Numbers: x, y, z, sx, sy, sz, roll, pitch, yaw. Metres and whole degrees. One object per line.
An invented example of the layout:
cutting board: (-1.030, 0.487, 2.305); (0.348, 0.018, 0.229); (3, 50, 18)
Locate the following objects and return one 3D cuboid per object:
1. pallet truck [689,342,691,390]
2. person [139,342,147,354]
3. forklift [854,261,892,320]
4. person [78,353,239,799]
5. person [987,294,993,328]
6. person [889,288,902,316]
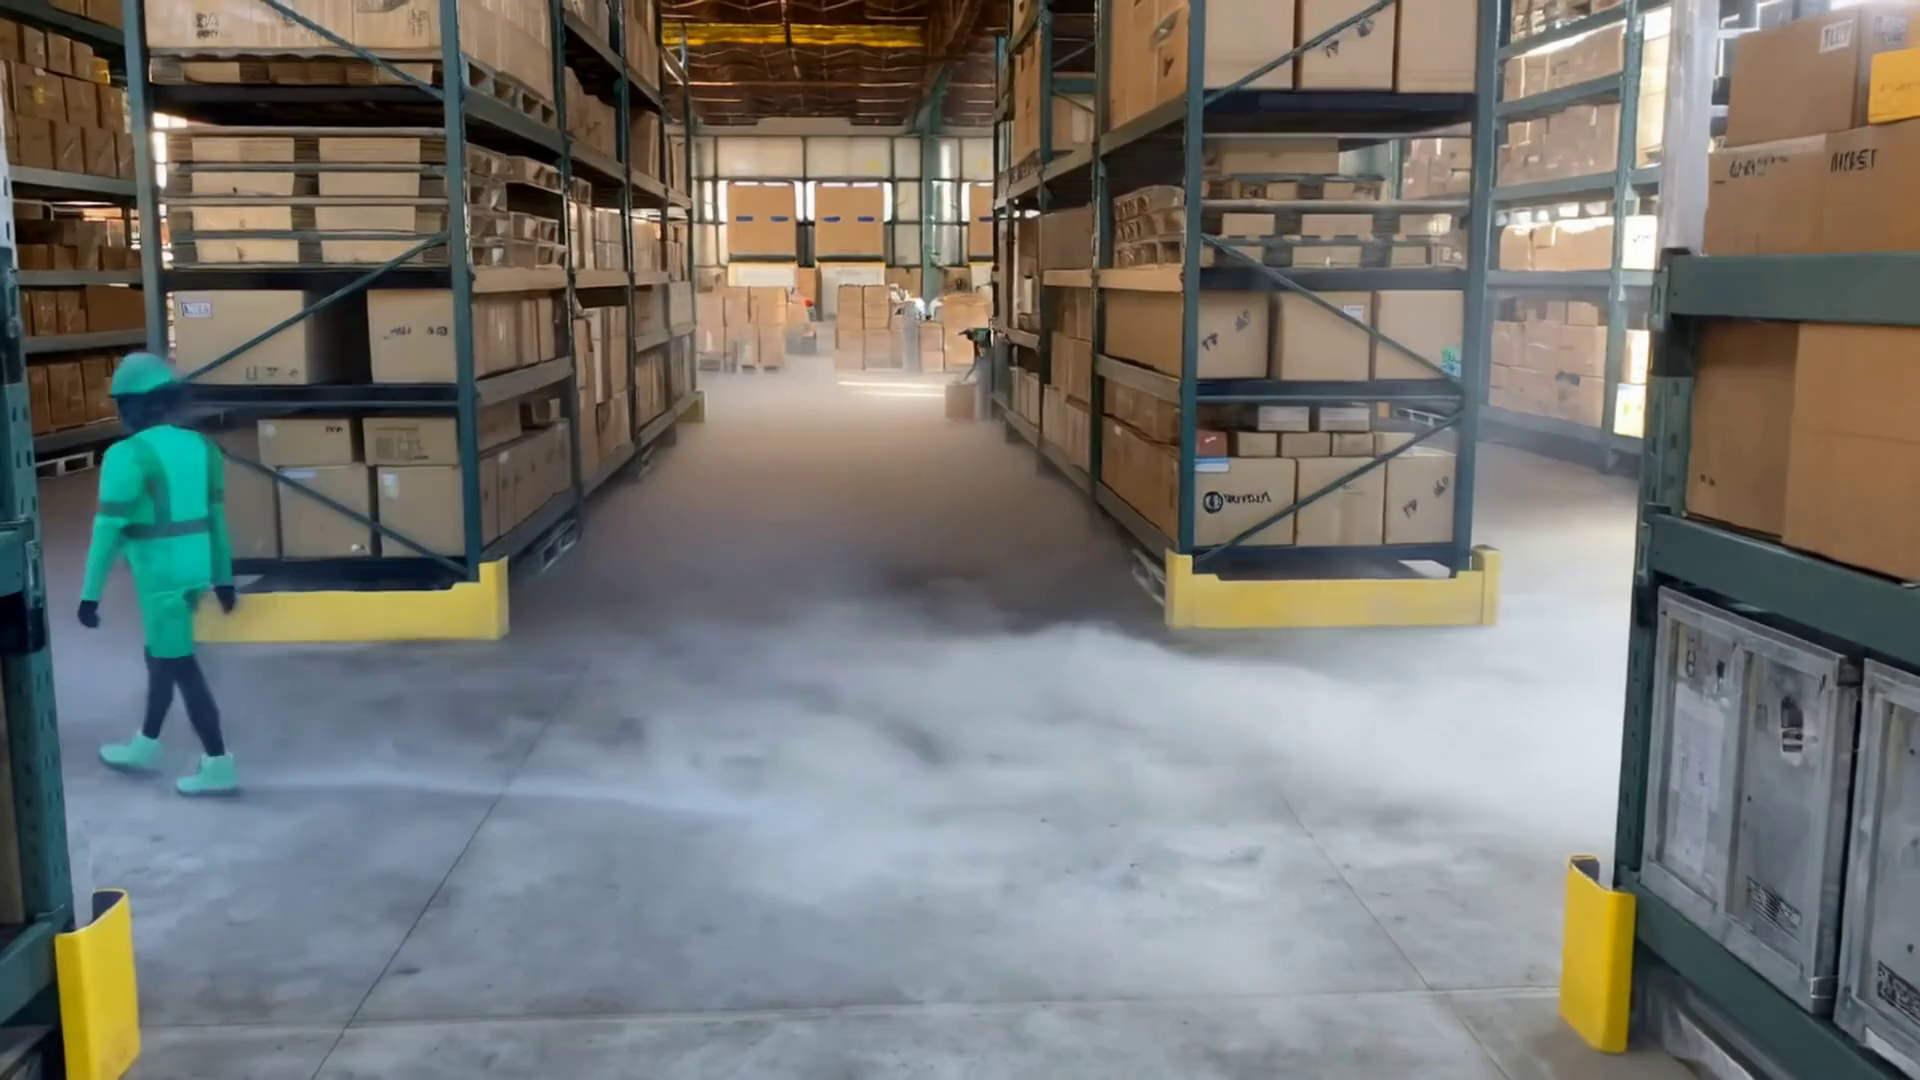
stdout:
pallet truck: (-5.225, -3.008, 27.480); (1.885, 1.965, 0.823); (2, 9, 14)
person: (-13.642, -3.087, 27.984); (0.612, 1.994, 0.395); (-1, 9, -6)
forklift: (-3.231, -8.251, 57.638); (1.129, 2.768, 1.873); (9, 13, 44)
person: (-3.698, 0.167, 7.520); (0.971, 2.000, 0.631); (2, 9, 13)
person: (0.963, -5.560, 43.735); (0.662, 1.931, 0.428); (0, 9, 3)
person: (-2.305, -7.828, 57.972); (0.636, 1.930, 0.372); (3, 10, 21)
